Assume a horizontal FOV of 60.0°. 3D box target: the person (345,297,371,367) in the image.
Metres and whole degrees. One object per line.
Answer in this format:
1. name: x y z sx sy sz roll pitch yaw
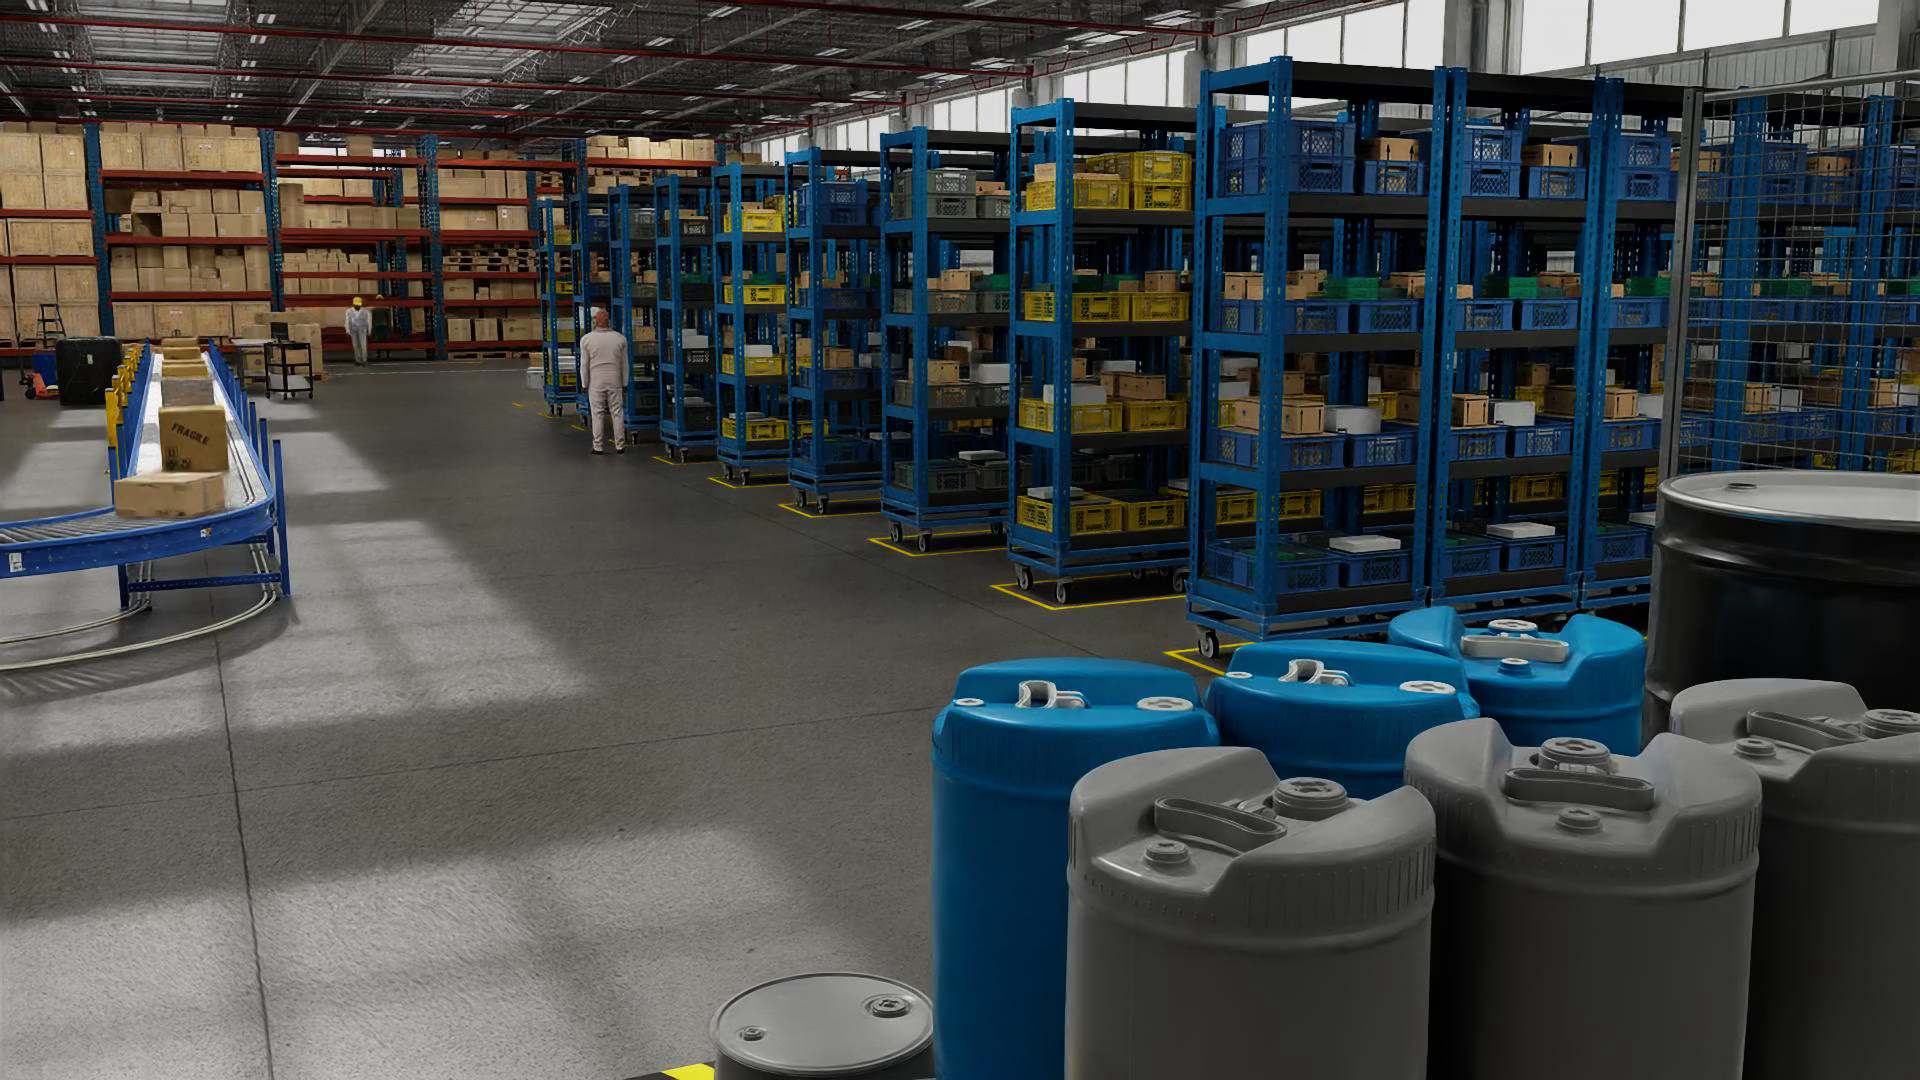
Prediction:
1. person: -15.282 -5.270 42.222 0.588 1.766 0.981 -2 9 -12

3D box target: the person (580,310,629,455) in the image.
1. person: -4.706 -2.078 21.993 0.643 1.908 0.399 -4 10 -23

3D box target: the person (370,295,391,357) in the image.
1. person: -16.373 -6.037 47.008 0.526 1.762 0.335 -4 10 -23

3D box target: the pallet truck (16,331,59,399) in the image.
1. pallet truck: -17.082 -3.353 31.781 1.630 1.274 0.653 -4 10 -25

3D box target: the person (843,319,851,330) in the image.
1. person: -2.569 -4.344 36.674 0.906 1.702 0.567 5 10 27

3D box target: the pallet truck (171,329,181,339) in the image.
1. pallet truck: -17.275 -3.851 35.096 1.601 1.201 0.680 0 9 1
